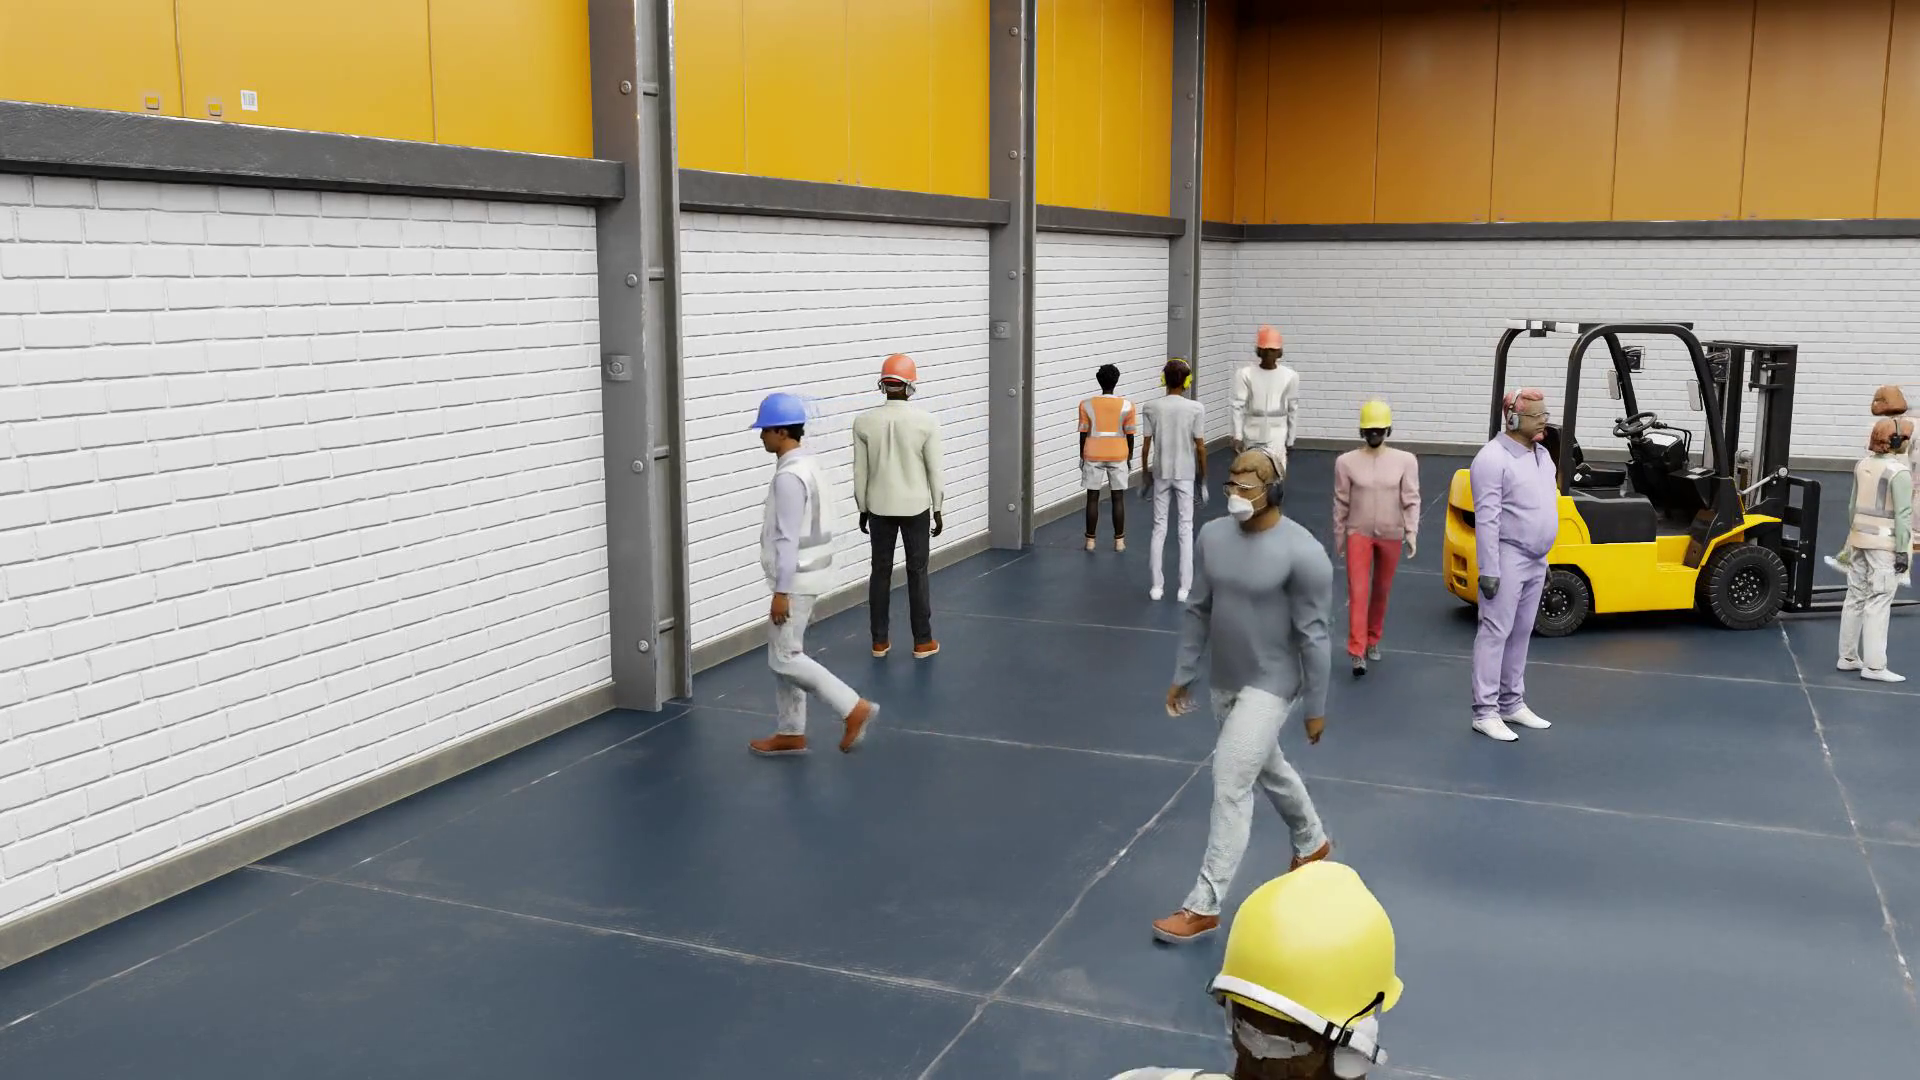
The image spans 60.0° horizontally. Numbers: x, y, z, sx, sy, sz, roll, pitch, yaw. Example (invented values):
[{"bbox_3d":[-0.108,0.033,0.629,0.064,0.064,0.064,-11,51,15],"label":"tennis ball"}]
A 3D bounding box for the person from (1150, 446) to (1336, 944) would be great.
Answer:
[{"bbox_3d":[1.187,0.563,6.512,1.053,1.898,0.629,-6,11,-32],"label":"person"}]

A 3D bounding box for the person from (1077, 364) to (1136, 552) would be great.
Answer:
[{"bbox_3d":[1.316,-0.731,14.938,0.530,1.689,0.322,0,9,2],"label":"person"}]

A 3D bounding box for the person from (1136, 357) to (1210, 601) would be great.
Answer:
[{"bbox_3d":[1.628,-0.459,12.762,0.577,1.865,0.354,4,10,20],"label":"person"}]

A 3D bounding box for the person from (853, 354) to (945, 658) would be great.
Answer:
[{"bbox_3d":[-0.395,-0.215,10.885,0.609,1.995,0.375,2,10,10],"label":"person"}]

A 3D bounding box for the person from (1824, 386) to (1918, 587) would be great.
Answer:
[{"bbox_3d":[7.490,-0.454,13.547,0.507,1.595,0.841,-2,9,-9],"label":"person"}]

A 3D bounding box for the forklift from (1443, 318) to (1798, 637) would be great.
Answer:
[{"bbox_3d":[4.706,-0.497,11.990,2.313,2.155,1.214,-2,10,-10],"label":"forklift"}]

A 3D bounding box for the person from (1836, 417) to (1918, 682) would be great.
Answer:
[{"bbox_3d":[5.706,0.053,10.333,0.311,1.638,0.521,-1,9,-4],"label":"person"}]

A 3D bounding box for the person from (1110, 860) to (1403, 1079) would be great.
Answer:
[{"bbox_3d":[0.368,1.320,2.258,0.596,1.790,0.945,8,12,38],"label":"person"}]

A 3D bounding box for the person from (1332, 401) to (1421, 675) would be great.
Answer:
[{"bbox_3d":[2.629,-0.017,10.530,0.528,1.718,0.894,1,9,8],"label":"person"}]

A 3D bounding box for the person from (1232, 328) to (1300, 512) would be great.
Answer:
[{"bbox_3d":[2.853,-0.987,15.590,0.616,2.001,1.034,1,9,8],"label":"person"}]

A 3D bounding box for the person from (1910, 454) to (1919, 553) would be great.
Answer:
[{"bbox_3d":[8.735,-0.820,14.651,0.623,1.968,0.811,-6,11,-31],"label":"person"}]

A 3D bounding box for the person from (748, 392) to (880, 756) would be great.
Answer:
[{"bbox_3d":[-0.775,0.201,8.565,0.612,1.927,0.621,0,9,0],"label":"person"}]

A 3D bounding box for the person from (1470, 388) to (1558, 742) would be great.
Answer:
[{"bbox_3d":[3.046,0.126,9.086,0.641,1.908,0.407,-9,13,-42],"label":"person"}]
